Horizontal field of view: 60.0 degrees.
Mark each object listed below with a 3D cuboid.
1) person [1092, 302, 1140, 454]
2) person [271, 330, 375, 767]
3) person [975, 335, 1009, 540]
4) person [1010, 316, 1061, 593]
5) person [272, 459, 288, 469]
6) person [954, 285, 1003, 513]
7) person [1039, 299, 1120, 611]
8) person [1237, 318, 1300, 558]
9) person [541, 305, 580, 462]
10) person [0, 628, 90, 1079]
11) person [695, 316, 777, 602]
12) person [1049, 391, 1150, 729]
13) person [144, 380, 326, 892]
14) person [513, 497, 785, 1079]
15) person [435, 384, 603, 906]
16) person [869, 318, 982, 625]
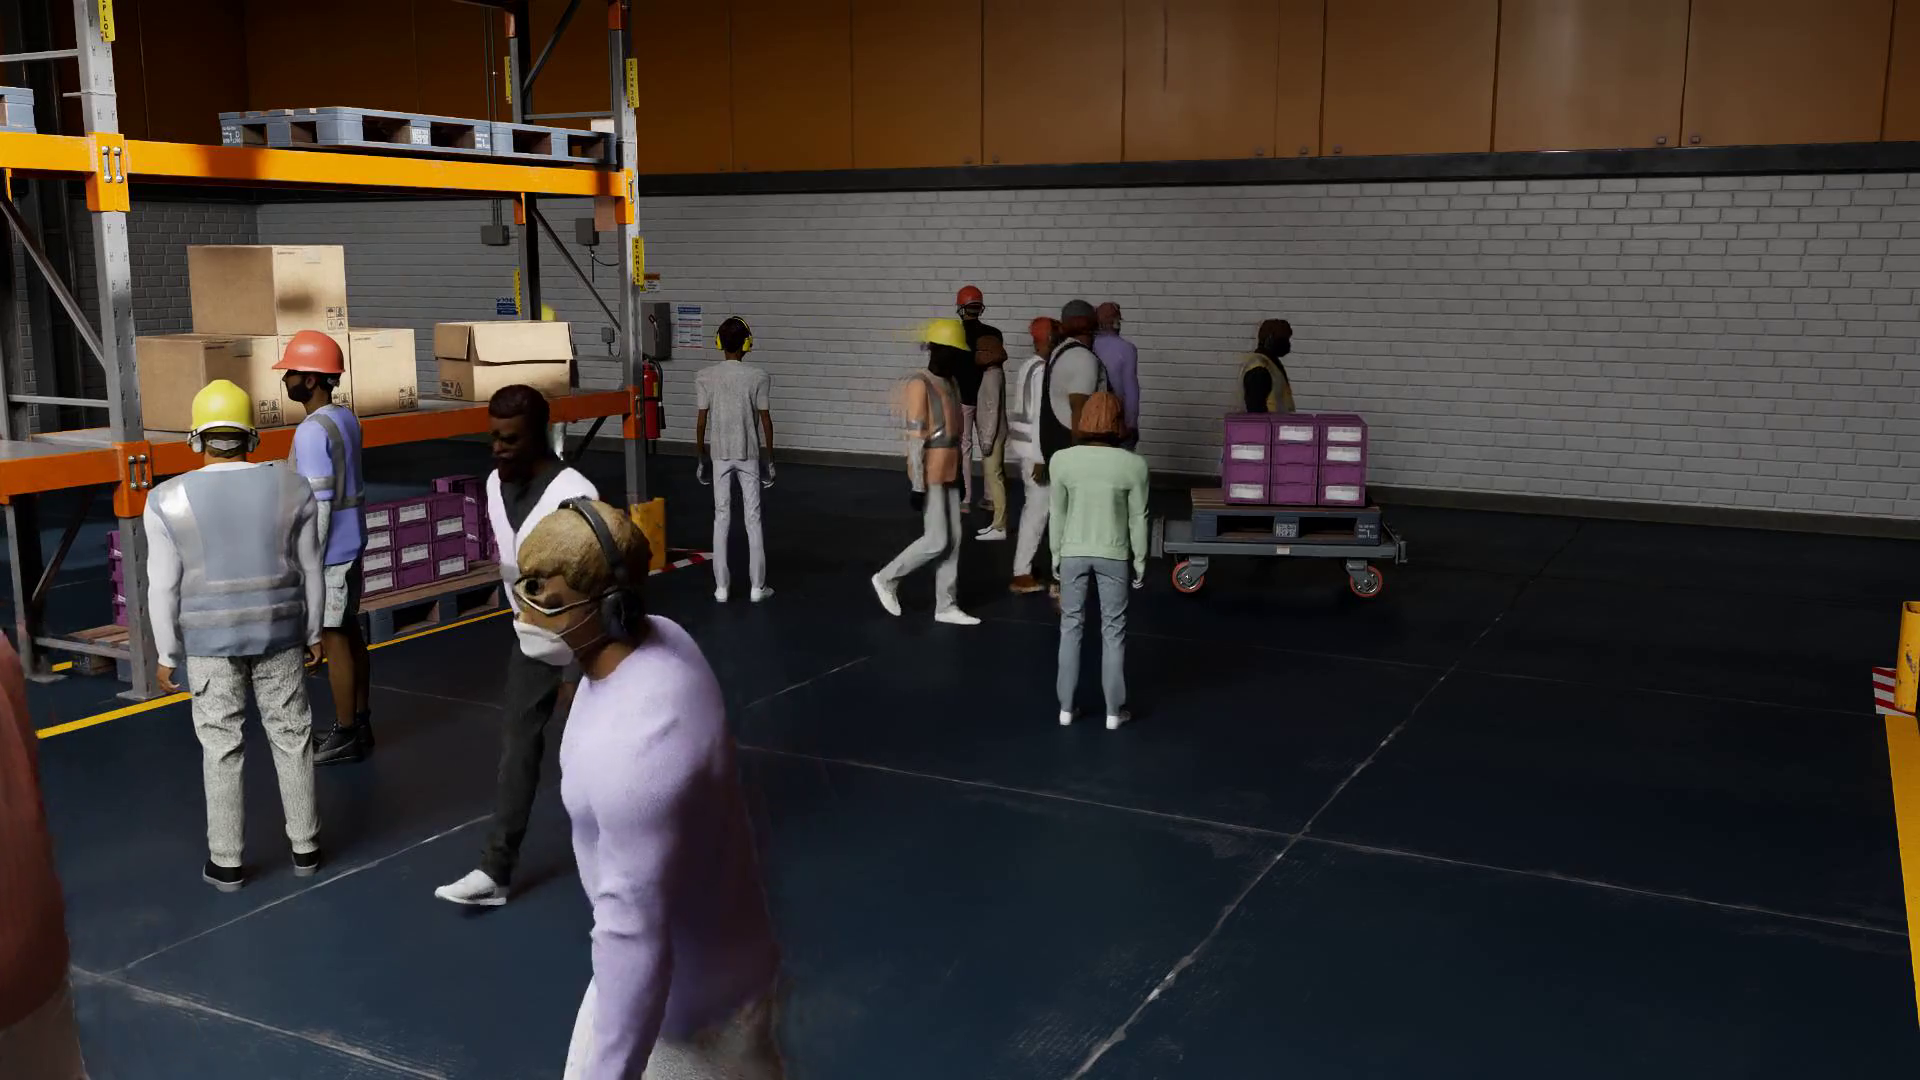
[{"bbox_3d":[1.150,-0.958,13.336,0.671,1.891,0.486,9,13,41],"label":"person"},{"bbox_3d":[-2.837,0.040,7.432,0.347,1.943,0.545,-1,10,-5],"label":"person"},{"bbox_3d":[0.254,-0.813,13.256,0.271,1.632,0.503,1,10,7],"label":"person"},{"bbox_3d":[0.532,-0.589,11.330,0.394,1.858,0.687,-1,10,-7],"label":"person"},{"bbox_3d":[-5.425,-0.958,13.674,0.952,1.795,0.638,-1,10,-8],"label":"person"},{"bbox_3d":[0.096,-1.235,14.653,0.613,1.995,0.391,-5,11,-28],"label":"person"},{"bbox_3d":[0.805,-0.594,10.811,0.535,2.000,0.858,-2,10,-11],"label":"person"},{"bbox_3d":[2.178,-0.760,12.471,0.739,1.808,0.650,3,10,19],"label":"person"},{"bbox_3d":[-3.851,-1.295,15.541,0.597,1.811,0.765,-1,10,-7],"label":"person"},{"bbox_3d":[-1.761,0.790,3.104,0.942,1.953,0.663,-1,10,-8],"label":"person"},{"bbox_3d":[-1.466,-0.521,10.890,0.532,1.868,0.310,0,10,1],"label":"person"},{"bbox_3d":[0.665,0.099,8.009,0.494,1.624,0.290,3,10,15],"label":"person"},{"bbox_3d":[-2.585,0.344,5.983,0.587,1.835,0.404,-6,11,-30],"label":"person"},{"bbox_3d":[-0.567,0.829,3.081,1.005,1.863,0.693,-2,10,-14],"label":"person"},{"bbox_3d":[-1.431,0.360,5.902,0.597,1.833,1.075,7,12,35],"label":"person"},{"bbox_3d":[-0.192,-0.411,10.199,0.599,1.899,0.591,4,11,23],"label":"person"}]
